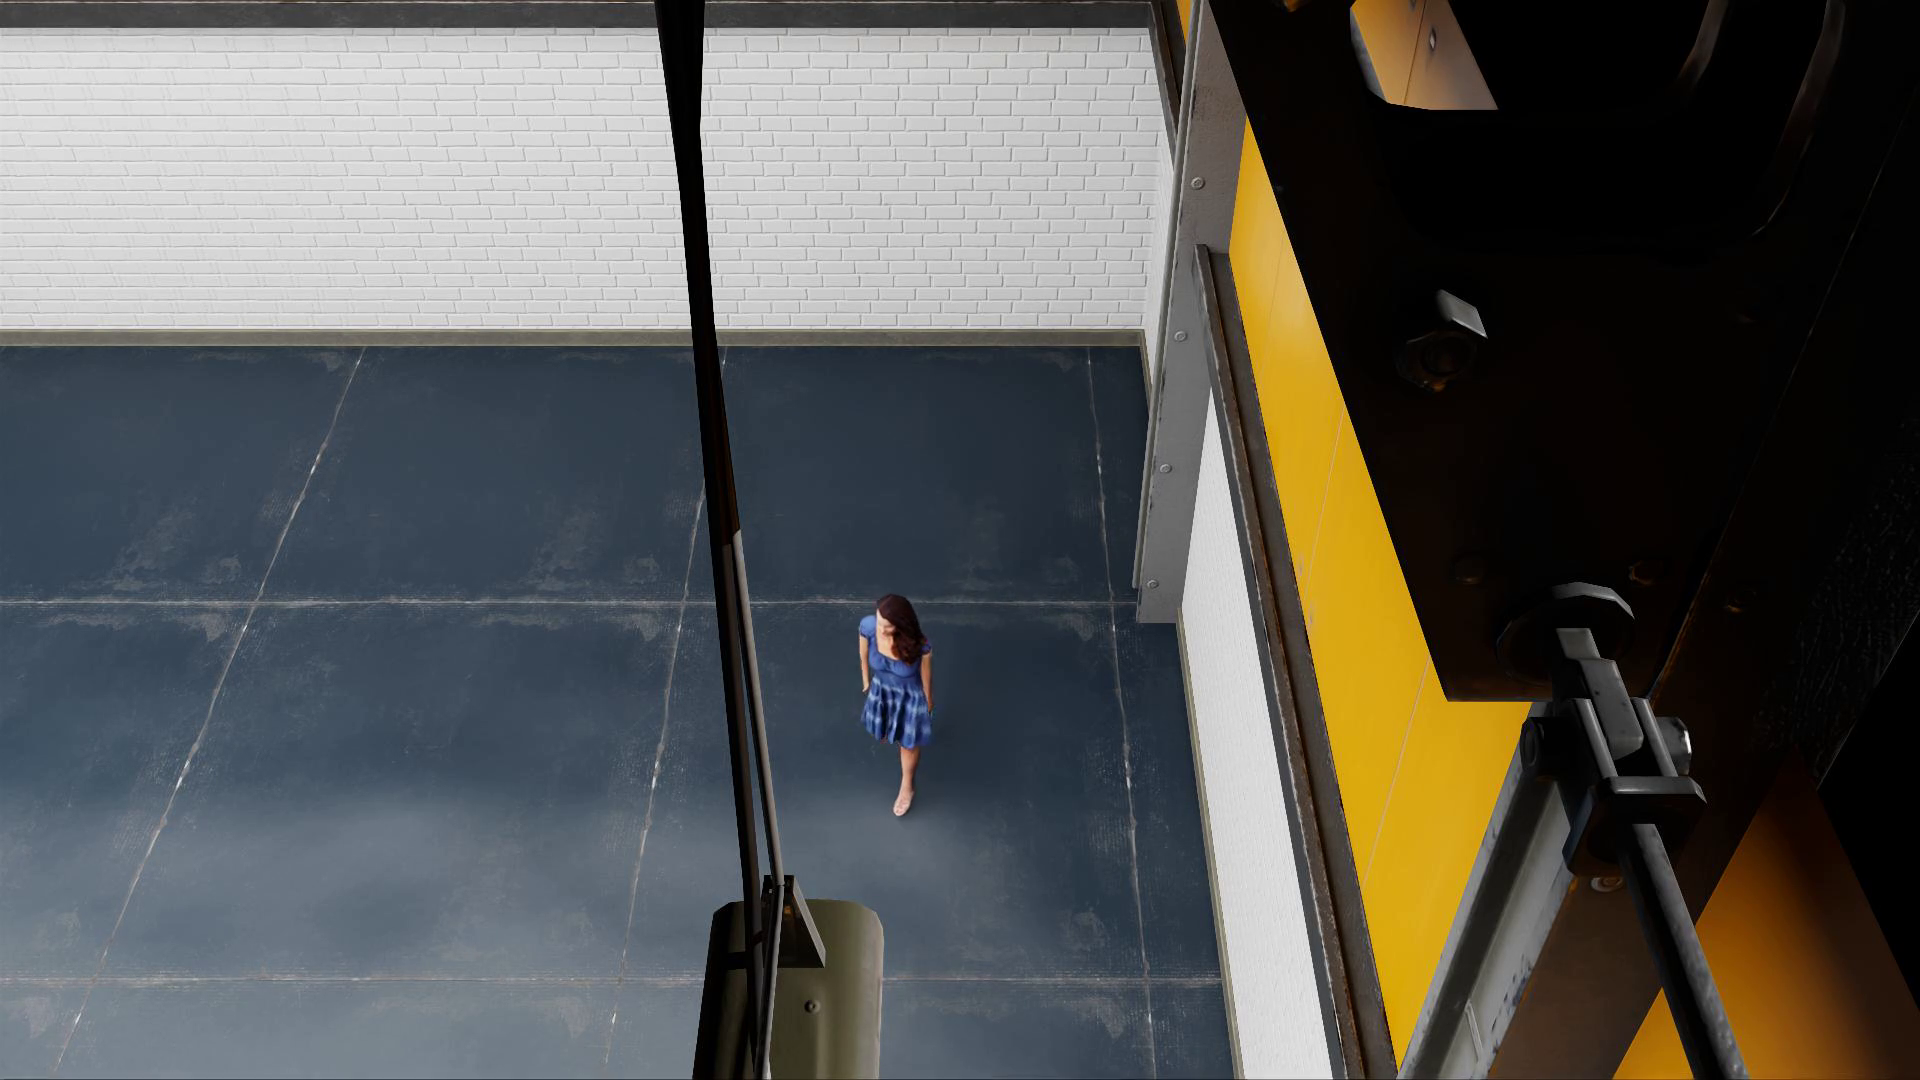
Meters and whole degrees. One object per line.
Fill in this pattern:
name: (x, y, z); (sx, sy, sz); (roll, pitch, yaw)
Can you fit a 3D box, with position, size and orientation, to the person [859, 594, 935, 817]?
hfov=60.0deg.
person: (-0.326, 0.897, 9.875); (0.819, 1.789, 0.973); (14, 45, 15)
